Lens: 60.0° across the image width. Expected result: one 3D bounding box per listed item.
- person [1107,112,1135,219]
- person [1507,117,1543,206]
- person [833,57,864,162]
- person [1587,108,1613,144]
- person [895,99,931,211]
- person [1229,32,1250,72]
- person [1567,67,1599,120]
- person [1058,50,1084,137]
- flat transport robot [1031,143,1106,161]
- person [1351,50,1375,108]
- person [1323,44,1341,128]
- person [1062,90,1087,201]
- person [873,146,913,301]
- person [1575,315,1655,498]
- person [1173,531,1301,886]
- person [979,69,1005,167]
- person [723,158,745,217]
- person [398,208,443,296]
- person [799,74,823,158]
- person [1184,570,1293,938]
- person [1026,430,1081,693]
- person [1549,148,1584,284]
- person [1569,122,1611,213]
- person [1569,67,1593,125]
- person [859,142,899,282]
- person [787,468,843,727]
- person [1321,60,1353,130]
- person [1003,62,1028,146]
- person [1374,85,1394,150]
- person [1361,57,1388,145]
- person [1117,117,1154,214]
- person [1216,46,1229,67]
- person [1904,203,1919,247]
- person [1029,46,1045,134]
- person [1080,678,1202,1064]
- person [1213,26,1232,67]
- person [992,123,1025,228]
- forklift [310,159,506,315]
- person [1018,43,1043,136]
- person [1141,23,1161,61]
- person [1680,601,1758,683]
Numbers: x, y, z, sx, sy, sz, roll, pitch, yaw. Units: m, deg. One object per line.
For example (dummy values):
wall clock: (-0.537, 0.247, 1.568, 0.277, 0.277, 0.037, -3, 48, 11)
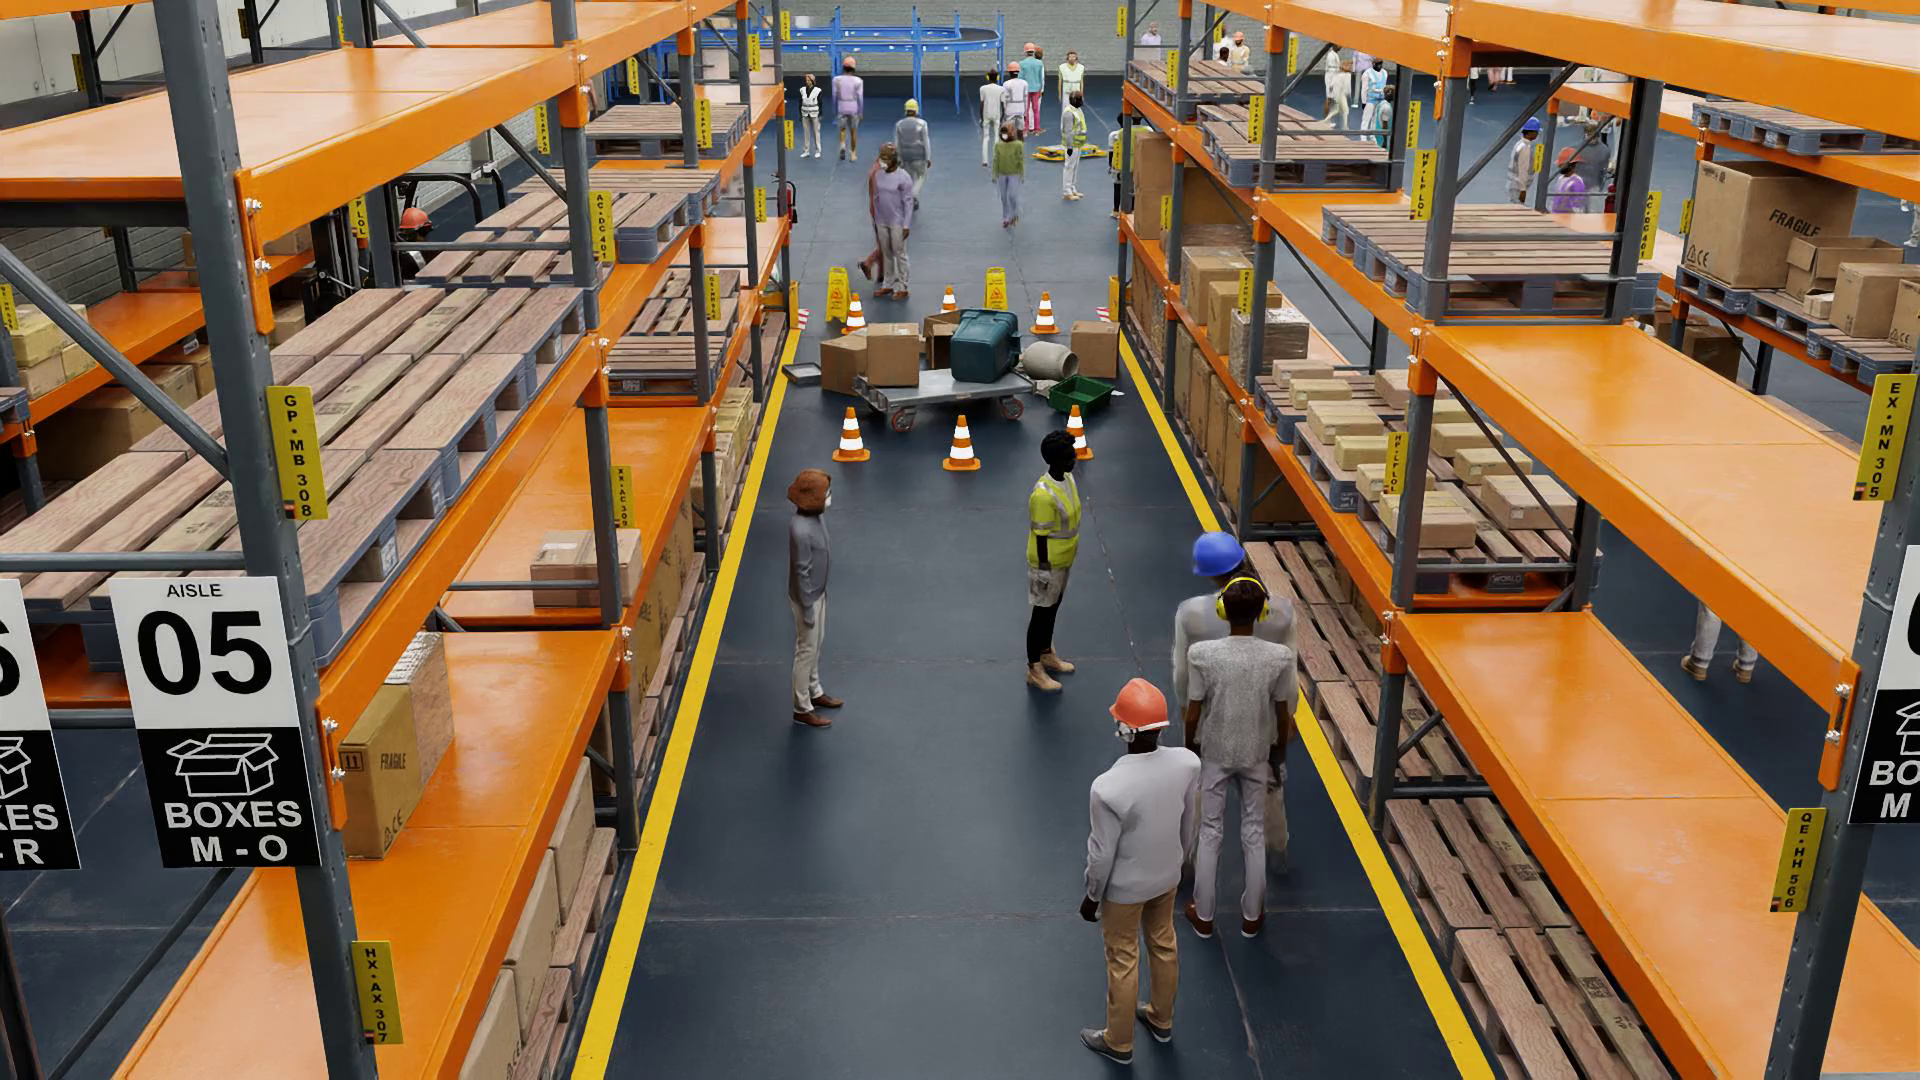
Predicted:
person: (2.626, -6.017, 26.734, 0.531, 1.697, 0.322, -3, 21, -8)
person: (8.098, -5.104, 23.995, 0.417, 1.939, 0.604, 4, 21, 11)
person: (-2.197, -8.463, 32.746, 0.624, 2.023, 0.534, 2, 21, 5)
person: (12.615, -8.287, 32.736, 0.529, 1.697, 0.321, 11, 23, 26)
person: (-0.776, -6.316, 27.354, 0.616, 1.817, 0.442, 8, 22, 21)
person: (6.848, -11.529, 40.994, 0.539, 1.929, 0.385, 18, 27, 39)
person: (14.857, -10.920, 39.433, 0.686, 1.893, 0.397, 1, 21, 2)
person: (2.432, -9.810, 36.553, 0.570, 1.845, 0.383, -3, 21, -8)
flat transport robot: (2.195, -7.828, 33.506, 1.431, 0.197, 0.652, -14, 25, -34)
person: (10.203, -11.911, 42.026, 0.599, 1.913, 0.431, -1, 21, -2)
person: (8.545, -10.488, 38.075, 0.386, 2.039, 0.615, 6, 21, 15)
person: (1.963, -6.776, 28.541, 0.429, 1.842, 0.633, 7, 22, 17)
person: (-0.859, -4.021, 21.125, 0.635, 1.936, 0.354, 19, 28, 41)
person: (5.416, -1.187, 13.763, 0.506, 1.846, 0.350, -2, 21, -6)
person: (1.377, 0.842, 8.338, 0.638, 1.904, 0.551, 4, 21, 11)
person: (0.623, -8.148, 32.153, 0.500, 1.860, 0.339, 1, 21, 2)
person: (-3.306, -5.299, 24.778, 0.371, 1.727, 0.506, 17, 27, 38)
person: (-5.197, -2.214, 16.225, 0.419, 2.034, 0.604, 8, 22, 20)
person: (-3.001, -8.528, 33.453, 0.510, 1.640, 0.308, 7, 22, 17)
person: (1.297, 1.026, 7.879, 0.513, 1.874, 0.328, 1, 21, 2)
person: (0.593, 0.116, 10.524, 0.318, 1.695, 0.539, 8, 22, 20)
person: (7.590, -3.998, 21.090, 0.533, 1.922, 0.581, -1, 21, -4)
person: (8.971, -5.058, 23.928, 0.629, 1.908, 0.848, 1, 21, 3)
person: (14.480, -10.489, 38.662, 0.507, 1.623, 0.294, -18, 27, -39)
person: (-1.033, -4.297, 21.938, 0.490, 1.875, 0.720, 3, 21, 8)
person: (-0.891, 0.340, 10.036, 0.291, 1.625, 0.506, 2, 21, 6)
person: (8.482, -9.903, 37.153, 0.802, 1.601, 0.493, 13, 24, 31)
person: (1.063, -8.422, 32.769, 0.543, 1.931, 0.387, -10, 23, -24)
person: (7.517, -7.122, 29.468, 0.347, 1.838, 0.500, 2, 21, 6)
person: (8.746, -9.255, 35.095, 0.633, 1.841, 0.429, -10, 23, -25)
person: (2.715, -5.767, 25.754, 0.590, 1.927, 0.367, -2, 21, -5)
person: (5.733, -9.926, 36.779, 0.399, 1.909, 0.599, -5, 21, -14)
person: (14.308, -5.195, 24.514, 0.485, 1.736, 0.321, 0, 21, 0)
person: (1.713, -10.021, 37.063, 0.356, 1.883, 0.573, 9, 22, 22)
person: (0.742, 1.399, 7.053, 0.561, 1.752, 0.326, -14, 25, -33)
person: (7.023, -12.868, 44.665, 0.570, 1.842, 1.009, 16, 26, 35)
person: (0.738, -5.676, 25.949, 0.526, 1.613, 0.403, 9, 23, 23)
forklift: (-5.622, -2.910, 17.832, 2.313, 2.155, 1.214, -1, 21, -1)
person: (1.531, -9.903, 36.590, 0.610, 1.996, 0.378, -8, 22, -20)
person: (5.140, -12.865, 44.546, 0.648, 1.907, 0.409, -15, 25, -34)
person: (4.938, 0.028, 10.568, 0.620, 1.837, 0.430, 4, 21, 10)
